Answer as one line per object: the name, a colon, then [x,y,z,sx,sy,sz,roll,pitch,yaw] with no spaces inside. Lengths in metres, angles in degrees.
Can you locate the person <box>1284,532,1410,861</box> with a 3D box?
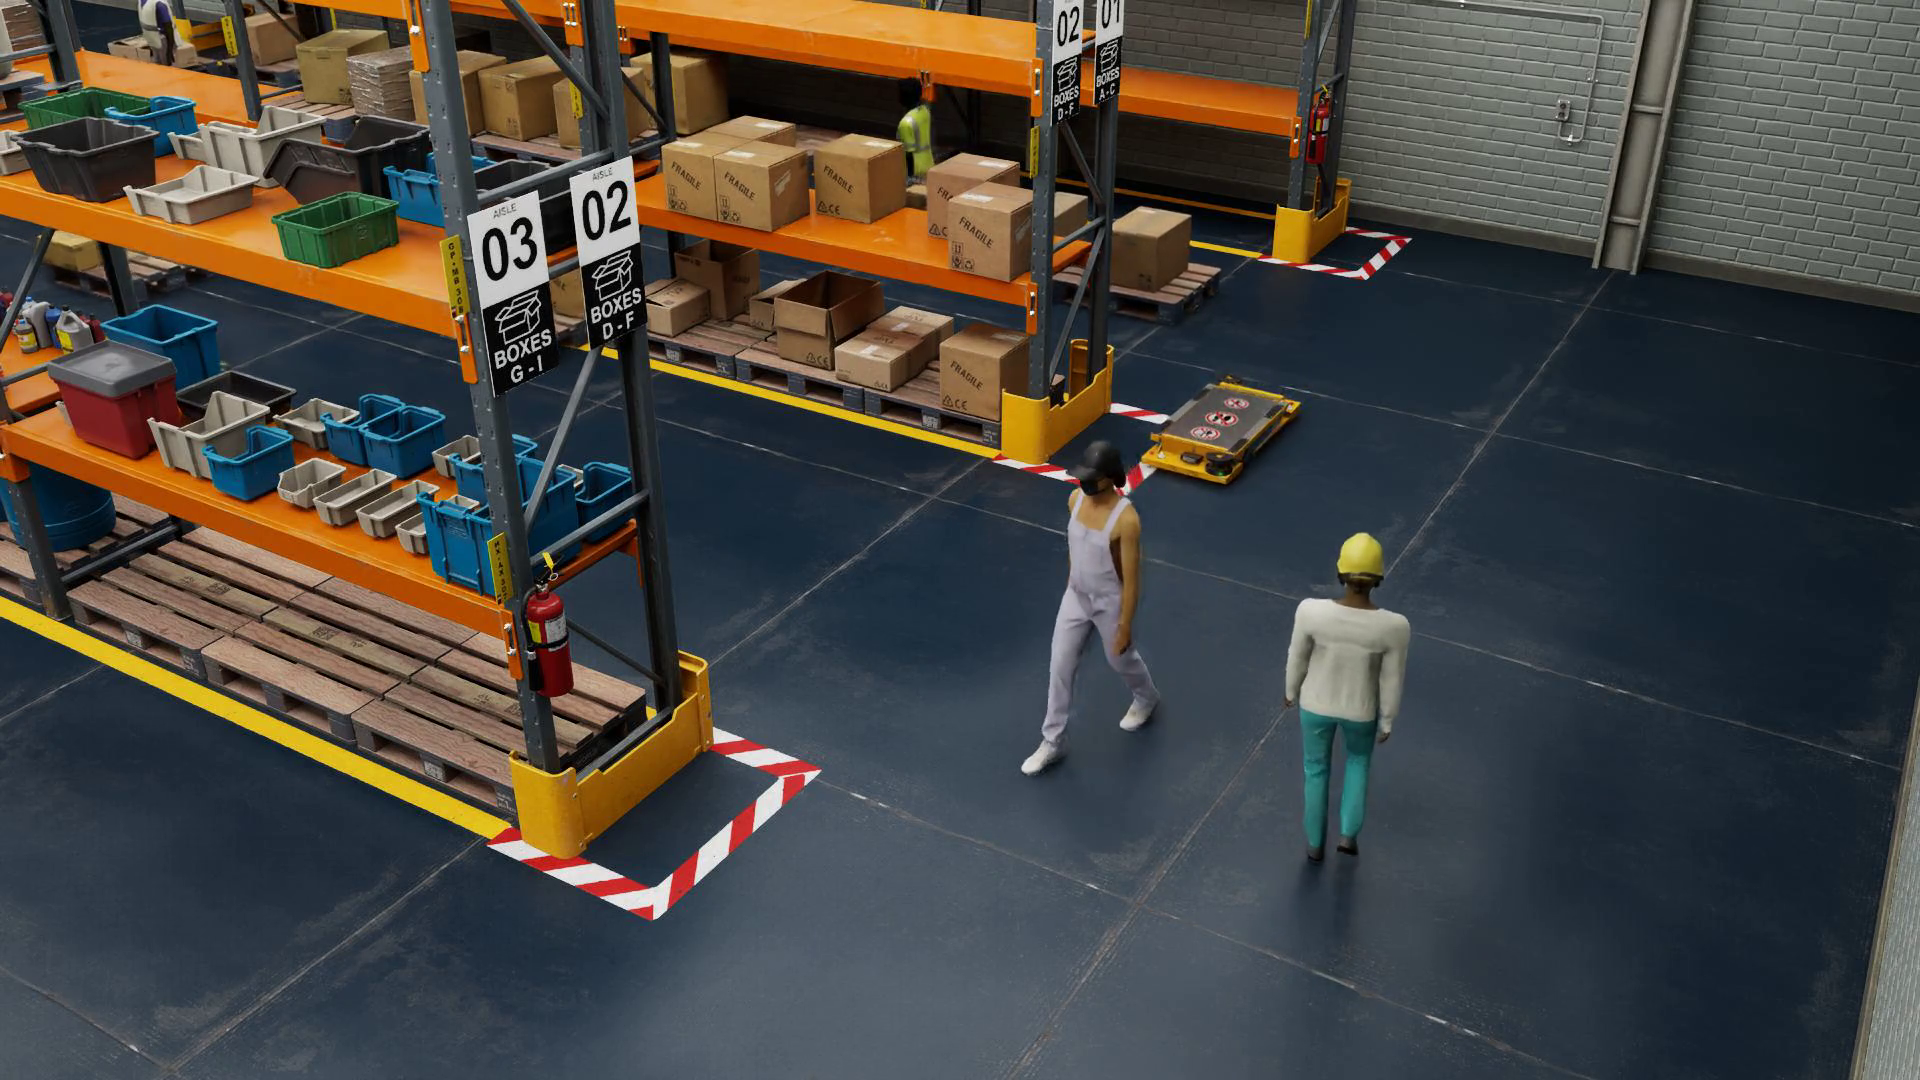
person: [1.776,0.747,7.770,0.526,1.754,0.370,6,30,10]

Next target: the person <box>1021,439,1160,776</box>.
person: [0.737,0.295,8.509,0.945,1.822,0.528,-26,38,-38]

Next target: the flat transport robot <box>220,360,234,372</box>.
flat transport robot: [-6.330,-1.300,12.967,1.431,0.231,0.659,18,34,29]

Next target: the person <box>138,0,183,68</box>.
person: [-9.198,-5.683,19.210,0.392,1.845,0.562,-25,38,-37]

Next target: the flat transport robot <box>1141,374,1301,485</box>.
flat transport robot: [1.920,-0.818,12.101,0.659,0.231,1.431,16,33,27]

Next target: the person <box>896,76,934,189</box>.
person: [-0.355,-3.453,15.389,0.816,1.662,0.528,14,32,24]
